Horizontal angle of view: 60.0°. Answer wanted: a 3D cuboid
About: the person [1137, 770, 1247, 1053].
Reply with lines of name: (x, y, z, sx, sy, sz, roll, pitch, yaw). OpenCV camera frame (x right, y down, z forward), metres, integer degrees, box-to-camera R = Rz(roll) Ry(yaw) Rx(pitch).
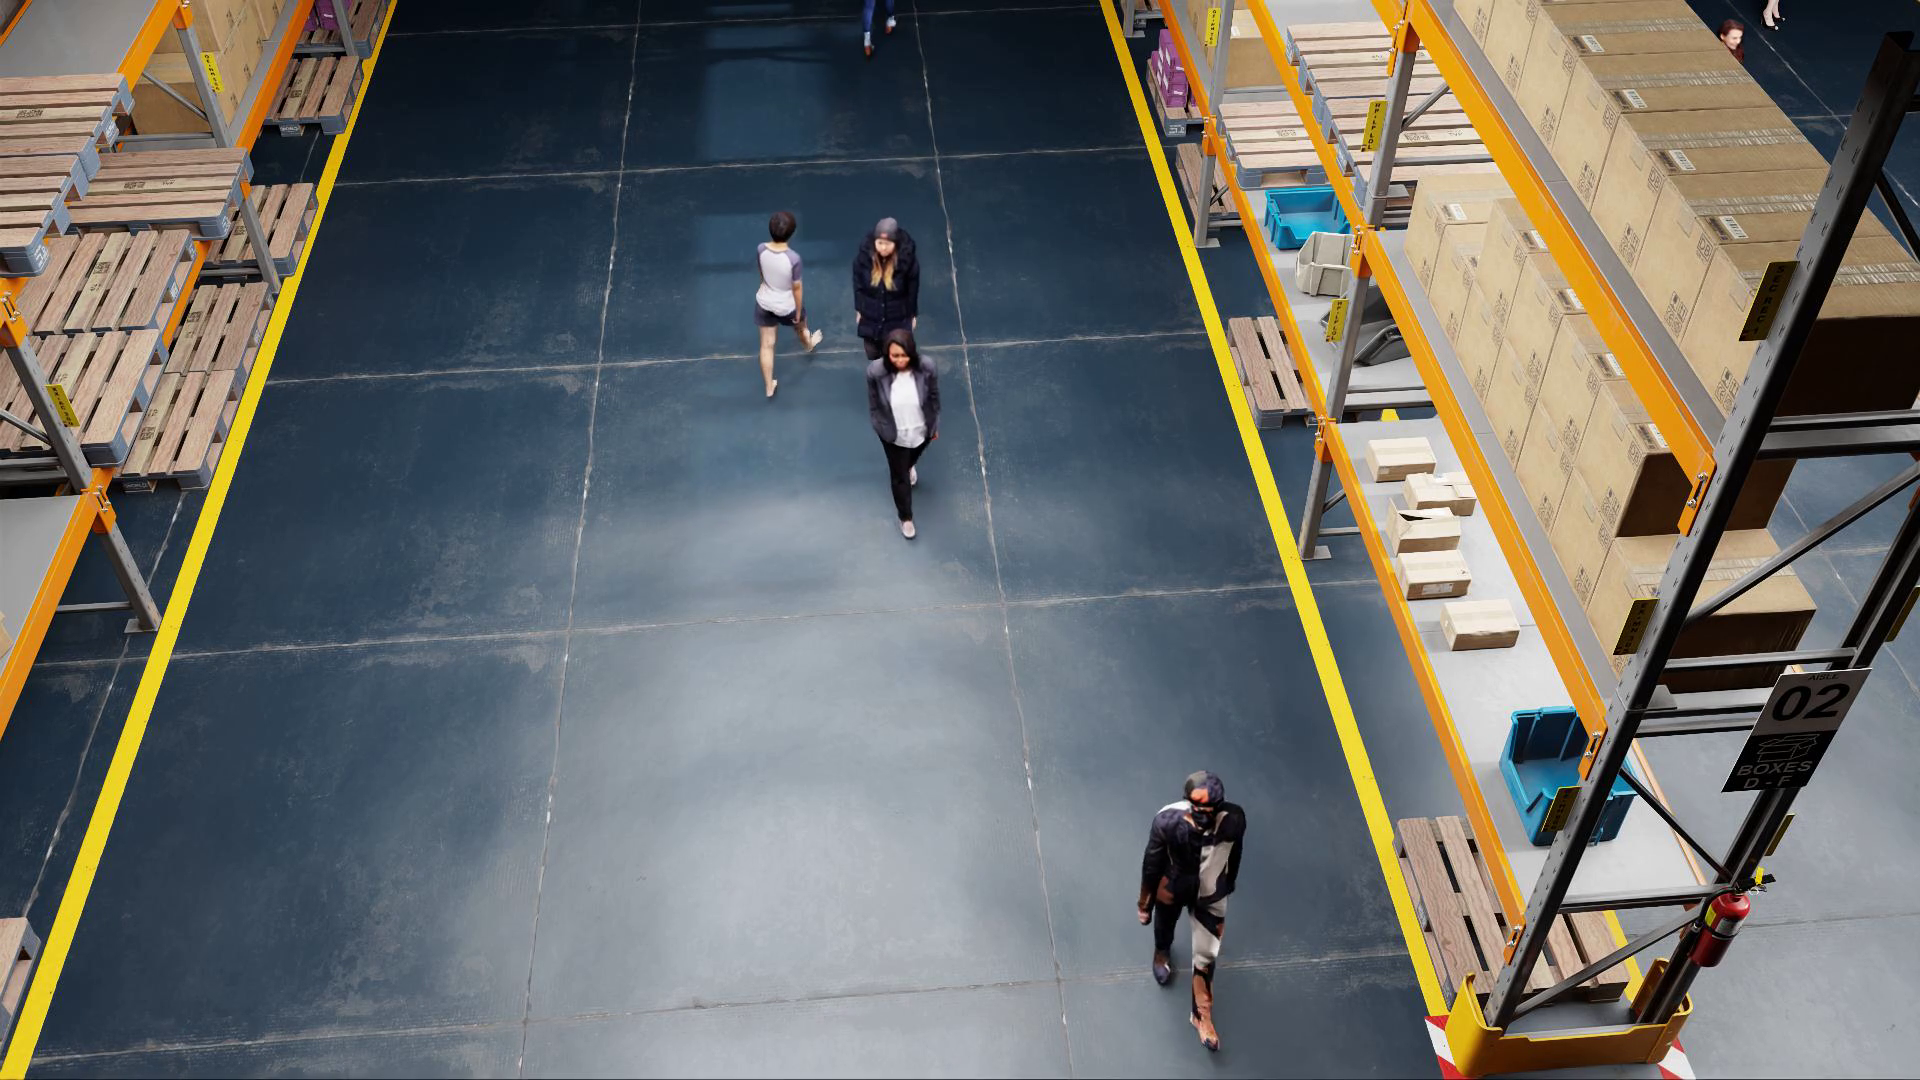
person: (1.209, 1.780, 8.874, 0.736, 1.865, 1.001, -2, 44, -2)

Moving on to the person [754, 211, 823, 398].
person: (-1.420, -1.783, 12.867, 0.836, 1.515, 1.108, 10, 45, 10)

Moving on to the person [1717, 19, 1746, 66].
person: (6.602, -3.791, 14.792, 0.606, 1.767, 0.579, -11, 45, -12)

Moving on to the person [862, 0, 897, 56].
person: (-0.885, -5.740, 16.973, 0.874, 1.581, 1.114, 12, 45, 13)

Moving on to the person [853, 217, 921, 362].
person: (-0.552, -1.780, 12.754, 0.757, 1.666, 0.846, 6, 44, 6)

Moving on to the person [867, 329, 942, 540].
person: (-0.384, -0.868, 11.875, 0.767, 1.560, 1.124, -9, 44, -10)
